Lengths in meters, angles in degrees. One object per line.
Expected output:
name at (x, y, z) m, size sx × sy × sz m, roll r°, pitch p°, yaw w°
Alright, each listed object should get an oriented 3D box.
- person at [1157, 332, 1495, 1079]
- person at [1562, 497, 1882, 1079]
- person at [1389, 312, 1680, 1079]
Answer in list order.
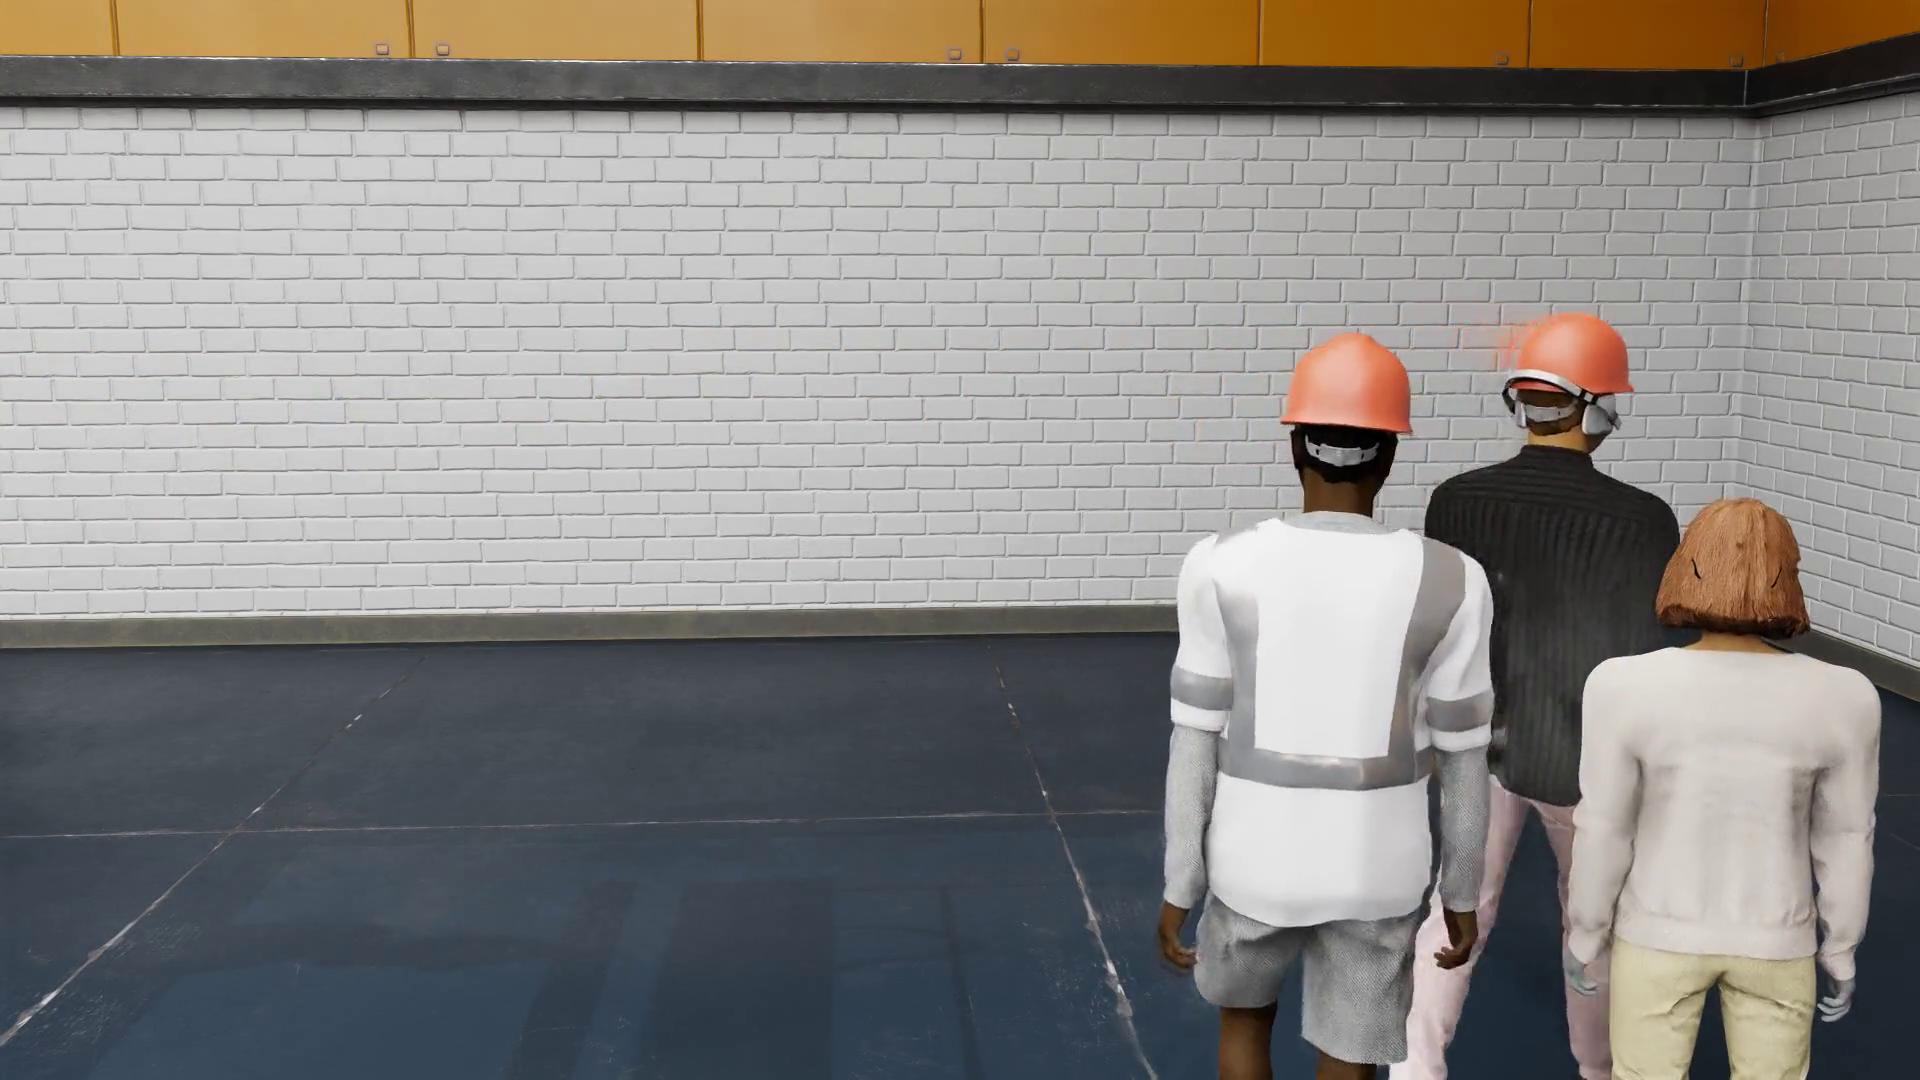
person at (0.662, 0.587, 3.040) m, size 0.585 × 1.915 × 0.524 m, roll 2°, pitch 9°, yaw 11°
person at (1.356, 0.737, 3.003) m, size 0.507 × 1.631 × 0.266 m, roll 2°, pitch 9°, yaw 12°
person at (1.289, 0.463, 3.770) m, size 1.016 × 1.947 × 0.633 m, roll -9°, pitch 13°, yaw -43°
